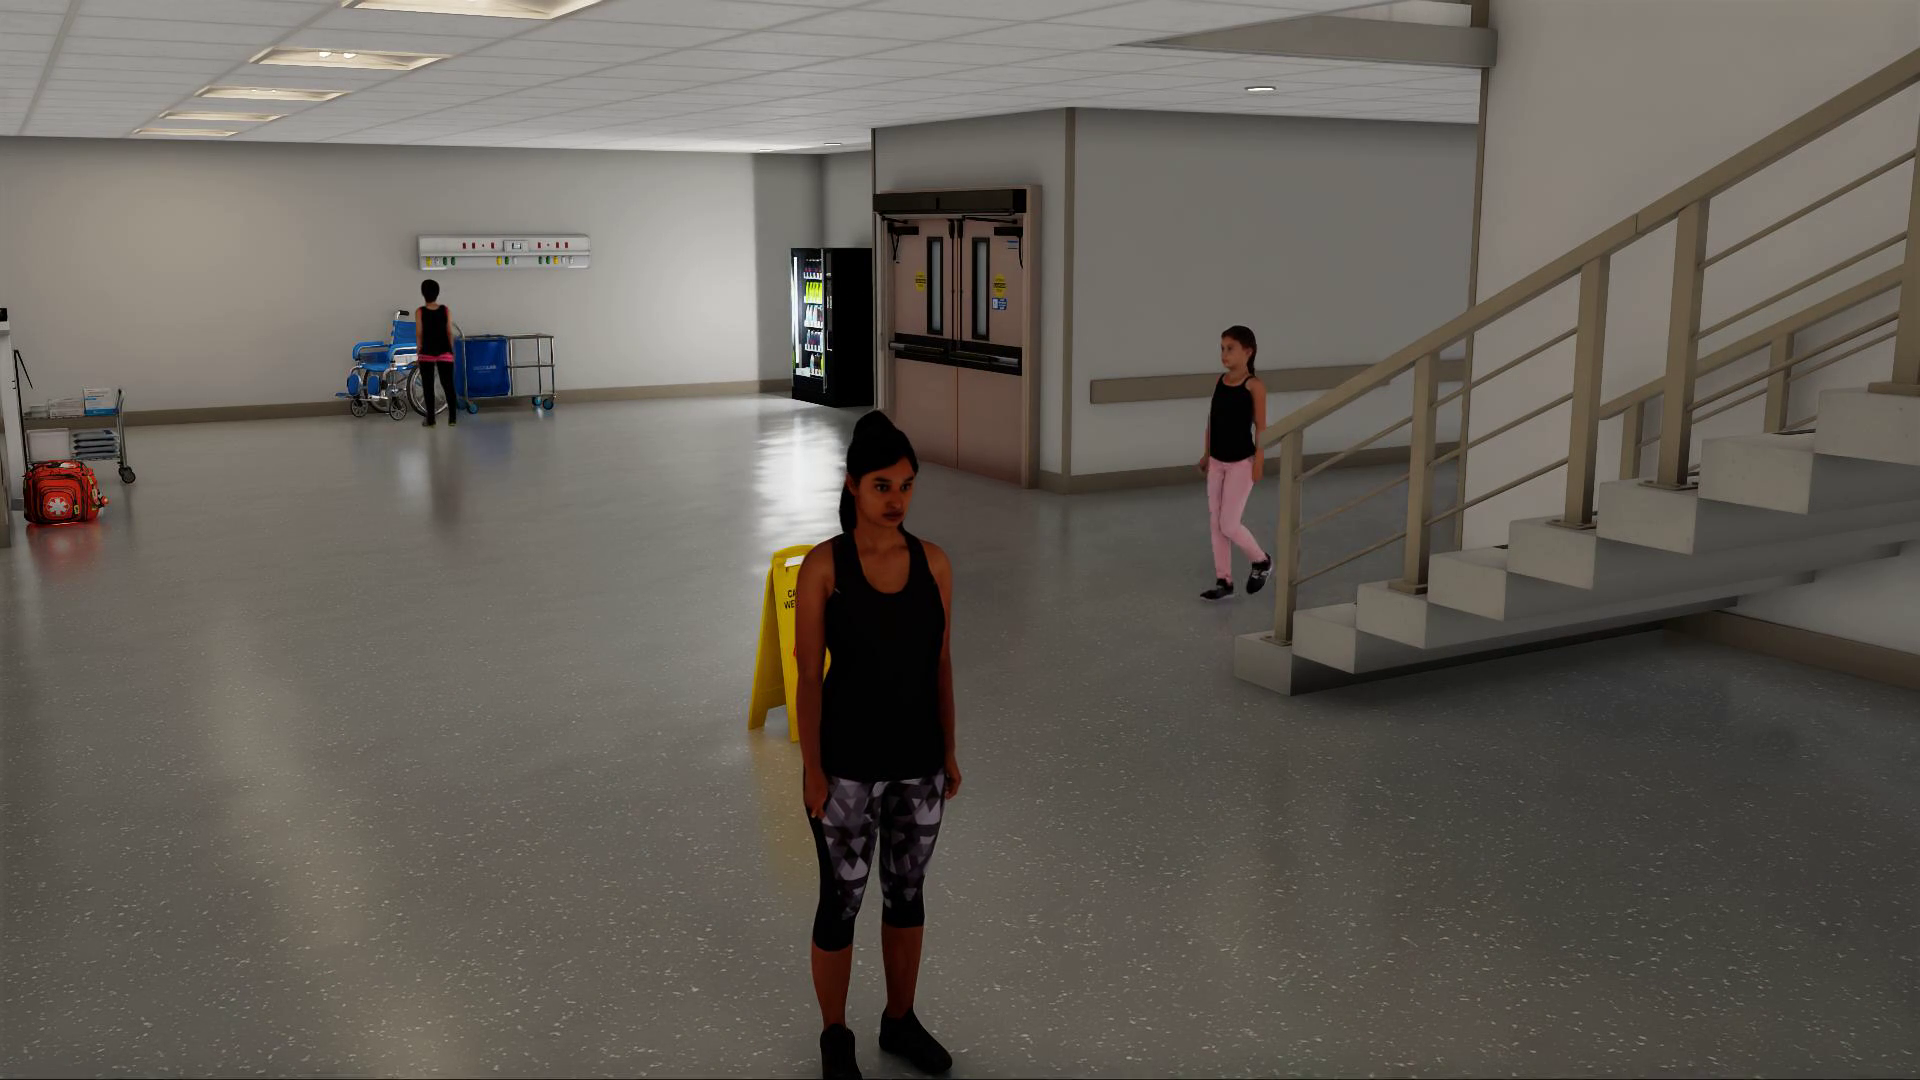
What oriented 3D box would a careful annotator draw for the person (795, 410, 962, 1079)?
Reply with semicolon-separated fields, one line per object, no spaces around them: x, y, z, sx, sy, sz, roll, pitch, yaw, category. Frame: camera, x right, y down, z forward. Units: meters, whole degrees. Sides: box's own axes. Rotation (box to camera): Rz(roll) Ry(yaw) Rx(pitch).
-0.208;0.514;4.098;0.570;1.674;0.492;-6;12;-29;person

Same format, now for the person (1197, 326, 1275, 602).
1.571;-0.421;9.357;0.618;1.551;0.659;-8;13;-37;person

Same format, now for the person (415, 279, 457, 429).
-5.515;-1.962;17.475;0.541;1.552;0.506;-7;13;-31;person
